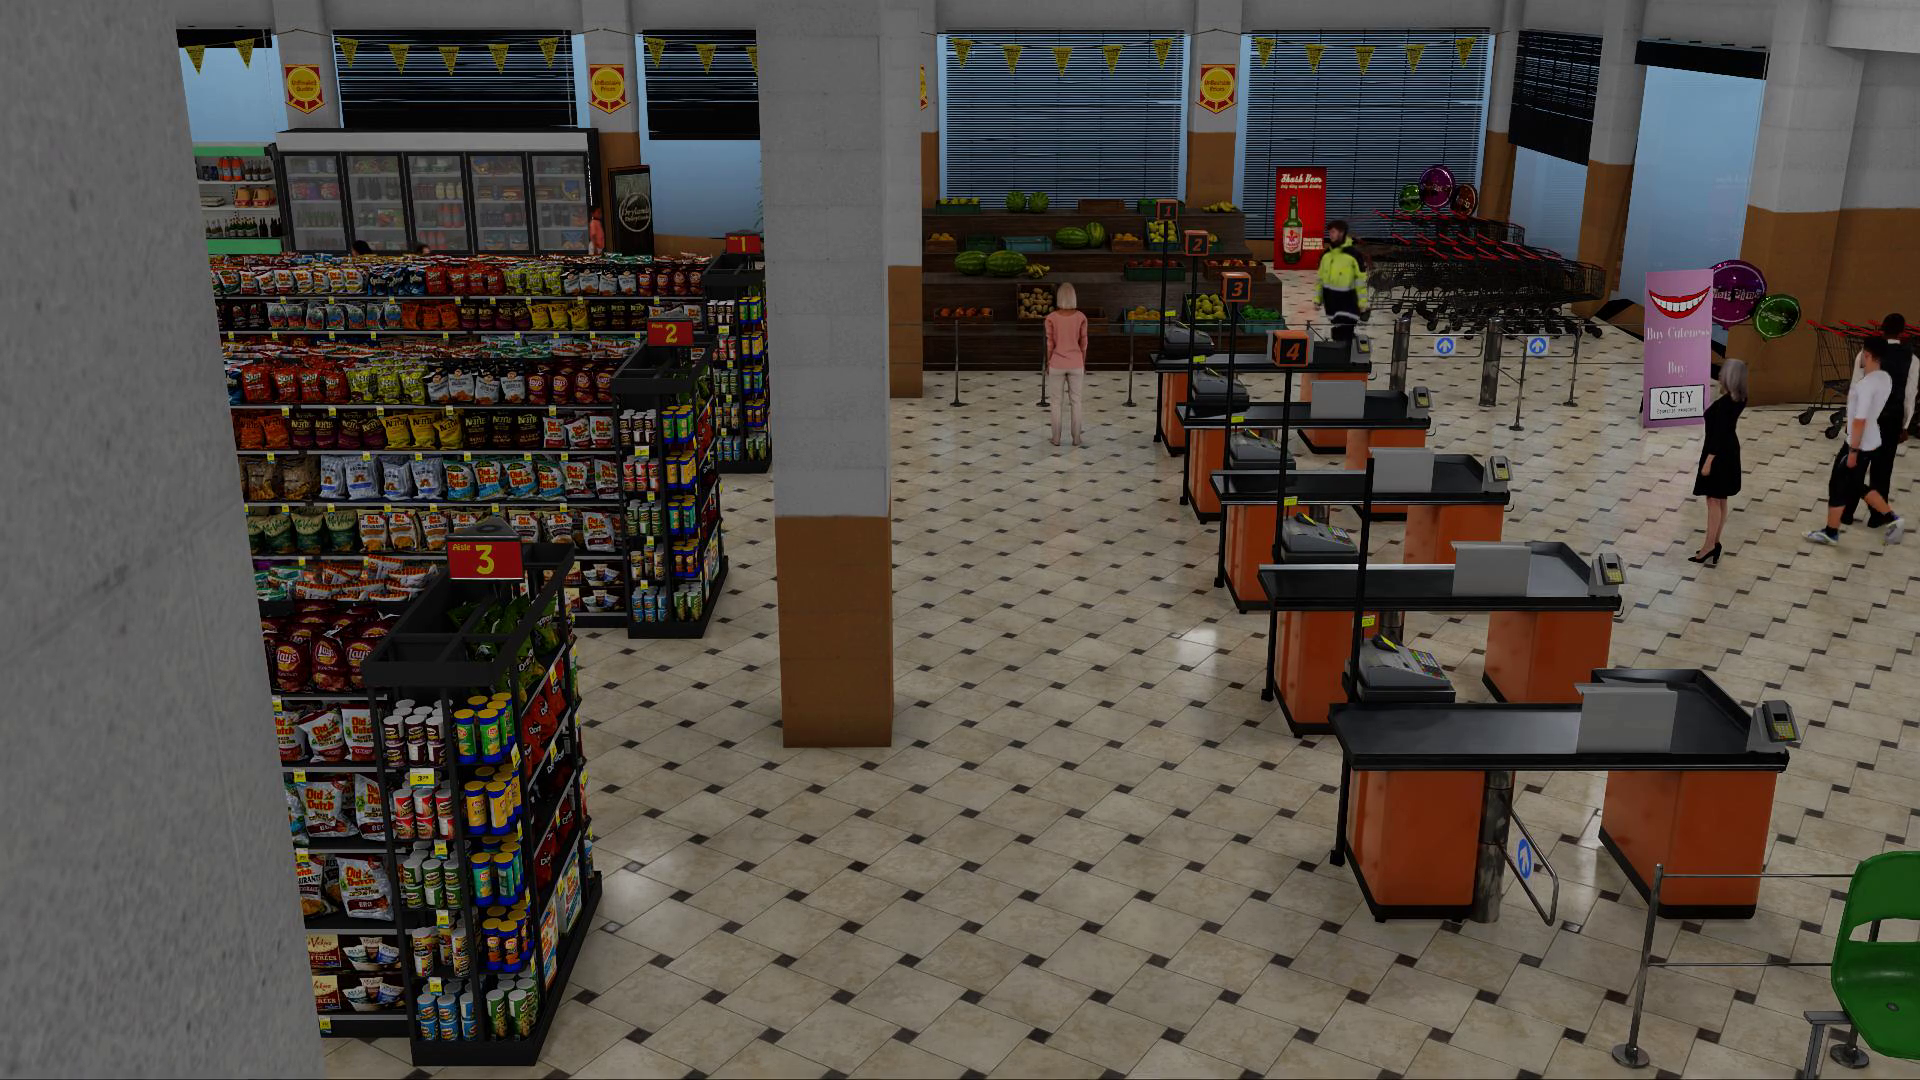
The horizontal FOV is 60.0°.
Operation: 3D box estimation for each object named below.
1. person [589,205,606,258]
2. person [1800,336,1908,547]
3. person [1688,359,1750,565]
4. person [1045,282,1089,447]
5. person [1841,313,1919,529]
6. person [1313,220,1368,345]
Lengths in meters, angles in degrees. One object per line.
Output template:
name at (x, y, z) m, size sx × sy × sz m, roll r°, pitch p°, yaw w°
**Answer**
person at (-5.791, -4.674, 26.458) m, size 0.507 × 1.309 × 0.511 m, roll 3°, pitch 19°, yaw 9°
person at (7.758, -0.802, 14.154) m, size 1.116 × 1.833 × 1.067 m, roll 16°, pitch 24°, yaw 39°
person at (6.333, -0.663, 13.876) m, size 0.749 × 1.747 × 0.697 m, roll 16°, pitch 24°, yaw 39°
person at (1.112, -1.845, 17.418) m, size 0.460 × 1.724 × 0.660 m, roll -1°, pitch 19°, yaw -2°
person at (8.175, -1.070, 14.815) m, size 0.703 × 1.919 × 0.836 m, roll 10°, pitch 21°, yaw 27°
person at (4.712, -2.886, 20.203) m, size 1.367 × 1.918 × 1.257 m, roll -16°, pitch 24°, yaw -39°
